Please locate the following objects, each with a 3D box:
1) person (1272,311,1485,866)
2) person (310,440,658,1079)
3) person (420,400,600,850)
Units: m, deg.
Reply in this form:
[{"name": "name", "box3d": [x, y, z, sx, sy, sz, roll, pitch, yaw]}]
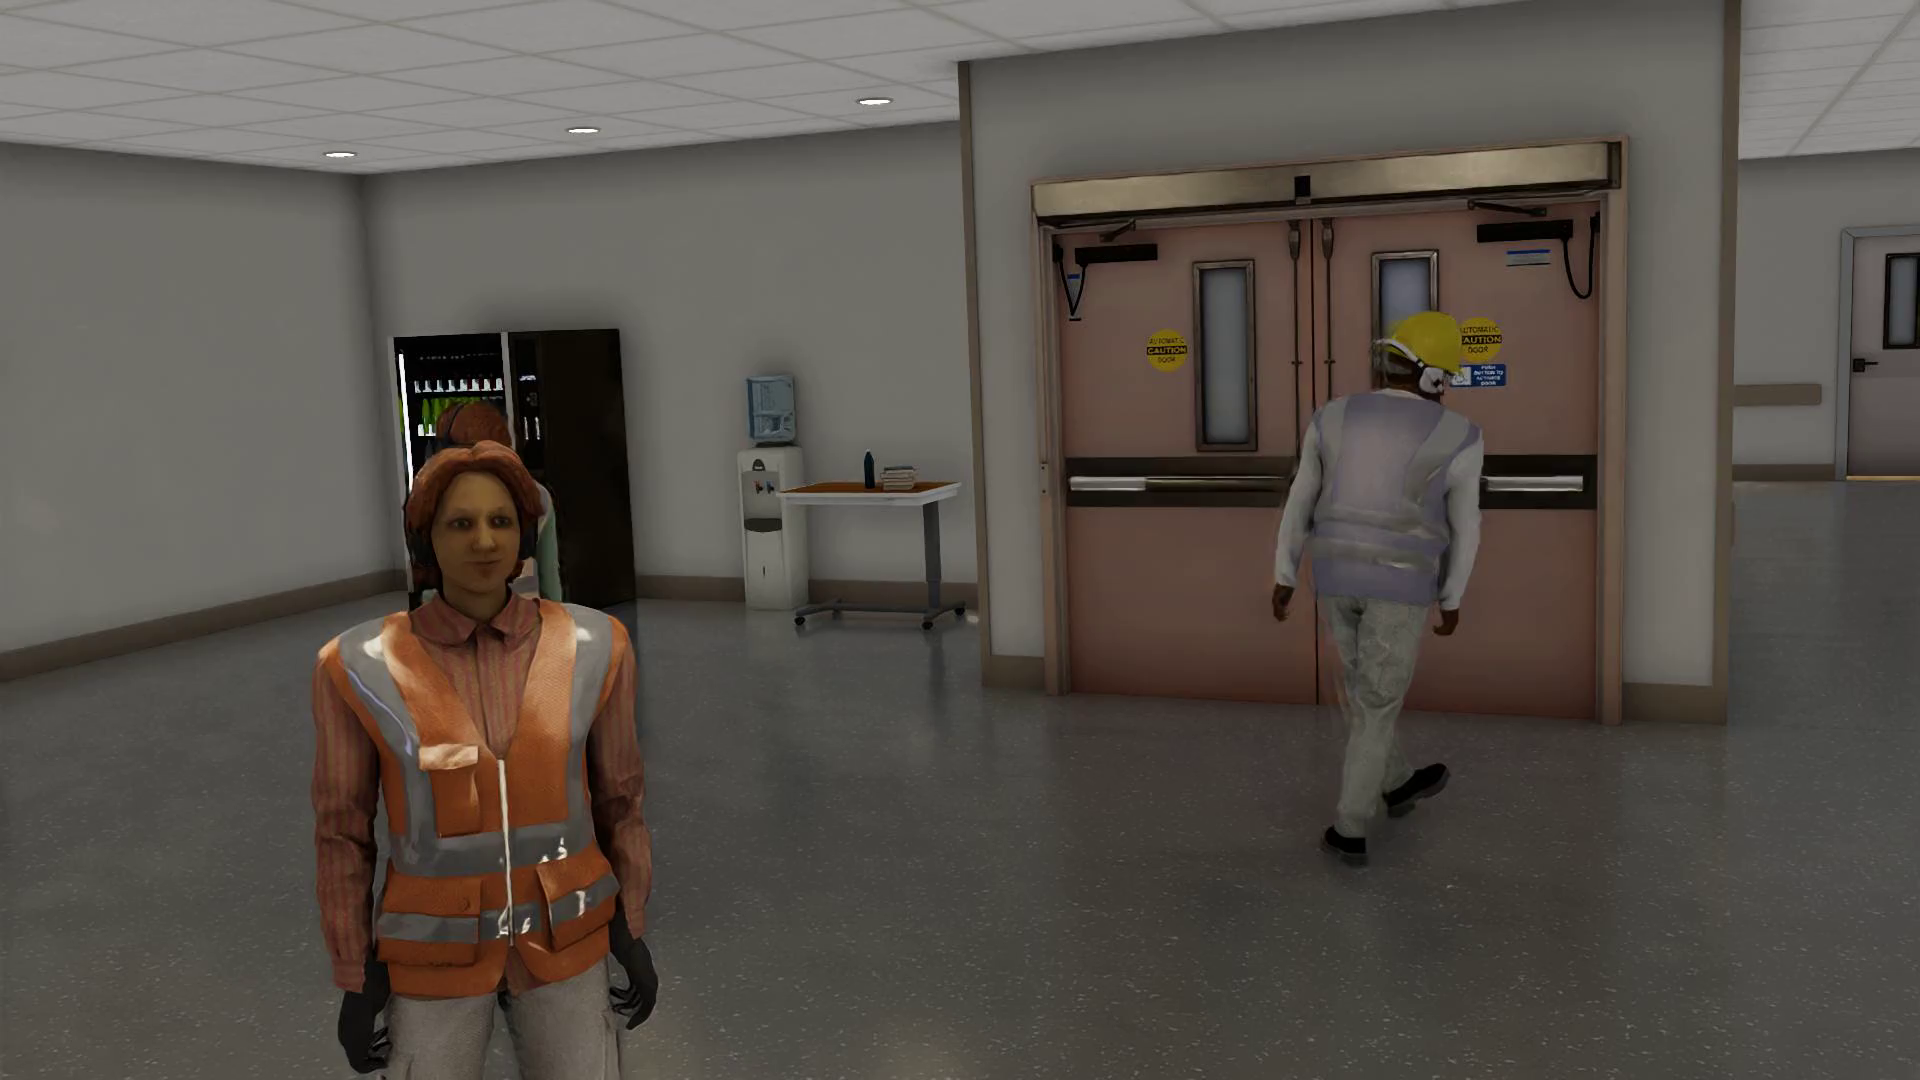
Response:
[{"name": "person", "box3d": [1.421, 0.140, 5.527, 0.633, 1.768, 0.791, 4, 10, 39]}, {"name": "person", "box3d": [-0.724, 0.665, 2.607, 0.512, 1.644, 0.307, -6, 8, -27]}, {"name": "person", "box3d": [-1.410, 0.367, 5.225, 0.654, 1.619, 0.521, 4, 10, 39]}]
